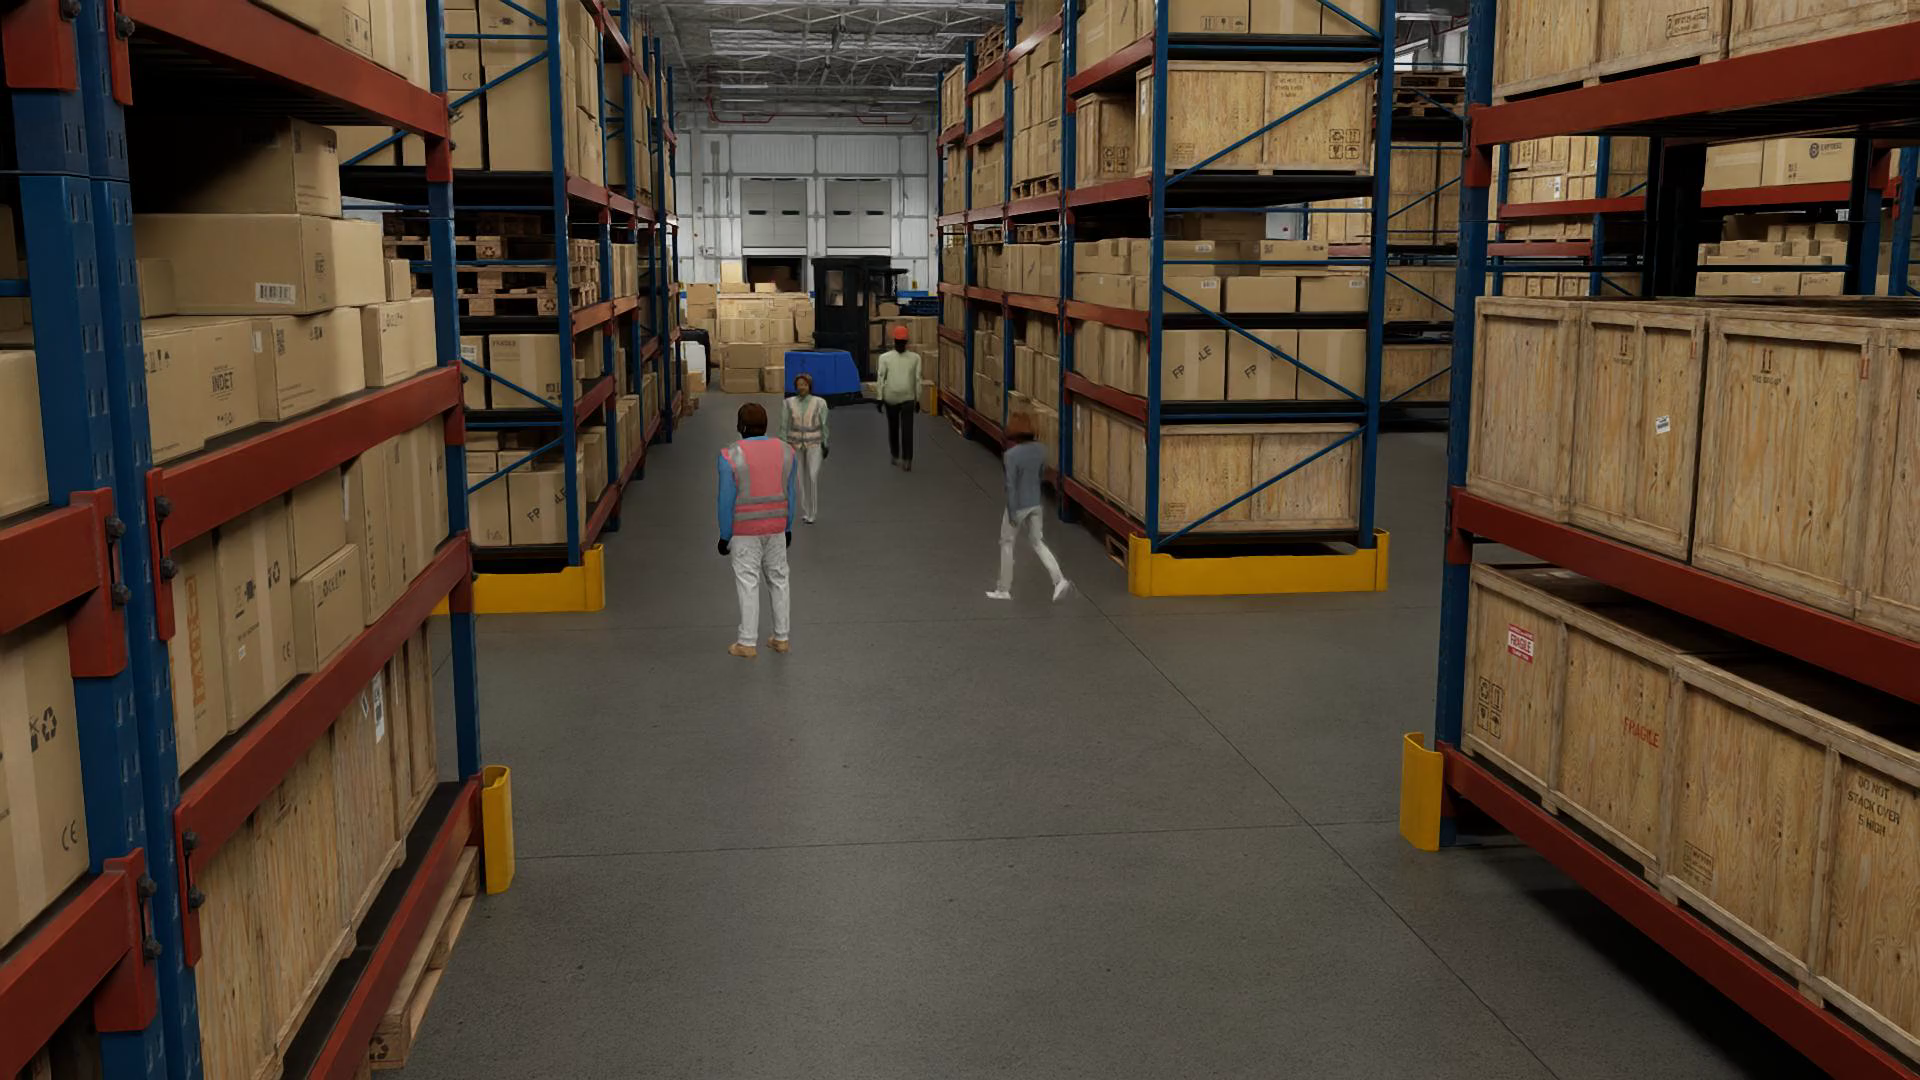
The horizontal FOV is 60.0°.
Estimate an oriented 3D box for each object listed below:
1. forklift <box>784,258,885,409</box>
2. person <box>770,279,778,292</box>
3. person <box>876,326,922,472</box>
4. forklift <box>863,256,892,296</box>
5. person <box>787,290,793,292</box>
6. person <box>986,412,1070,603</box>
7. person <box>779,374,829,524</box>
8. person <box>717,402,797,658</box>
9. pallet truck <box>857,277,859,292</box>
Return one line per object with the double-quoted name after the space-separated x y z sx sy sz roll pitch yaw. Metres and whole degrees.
-2.374 -3.946 31.538 1.129 2.768 1.873 8 12 37 "forklift"
-7.613 -9.709 67.994 0.986 1.889 0.562 2 10 13 "person"
-0.823 -1.926 22.537 0.621 1.948 1.039 -1 10 -4 "person"
-2.730 -8.007 55.180 1.129 2.768 1.873 -7 12 -35 "forklift"
-6.150 -8.235 60.144 0.475 1.614 0.534 -6 11 -30 "person"
0.581 -0.265 13.815 0.505 1.603 0.713 -8 13 -41 "person"
-1.701 -0.979 17.937 0.535 1.605 0.744 1 10 7 "person"
-1.475 -0.069 11.989 0.624 1.845 0.430 -7 12 -34 "person"
-3.782 -9.391 65.808 1.885 1.965 0.823 2 10 10 "pallet truck"
